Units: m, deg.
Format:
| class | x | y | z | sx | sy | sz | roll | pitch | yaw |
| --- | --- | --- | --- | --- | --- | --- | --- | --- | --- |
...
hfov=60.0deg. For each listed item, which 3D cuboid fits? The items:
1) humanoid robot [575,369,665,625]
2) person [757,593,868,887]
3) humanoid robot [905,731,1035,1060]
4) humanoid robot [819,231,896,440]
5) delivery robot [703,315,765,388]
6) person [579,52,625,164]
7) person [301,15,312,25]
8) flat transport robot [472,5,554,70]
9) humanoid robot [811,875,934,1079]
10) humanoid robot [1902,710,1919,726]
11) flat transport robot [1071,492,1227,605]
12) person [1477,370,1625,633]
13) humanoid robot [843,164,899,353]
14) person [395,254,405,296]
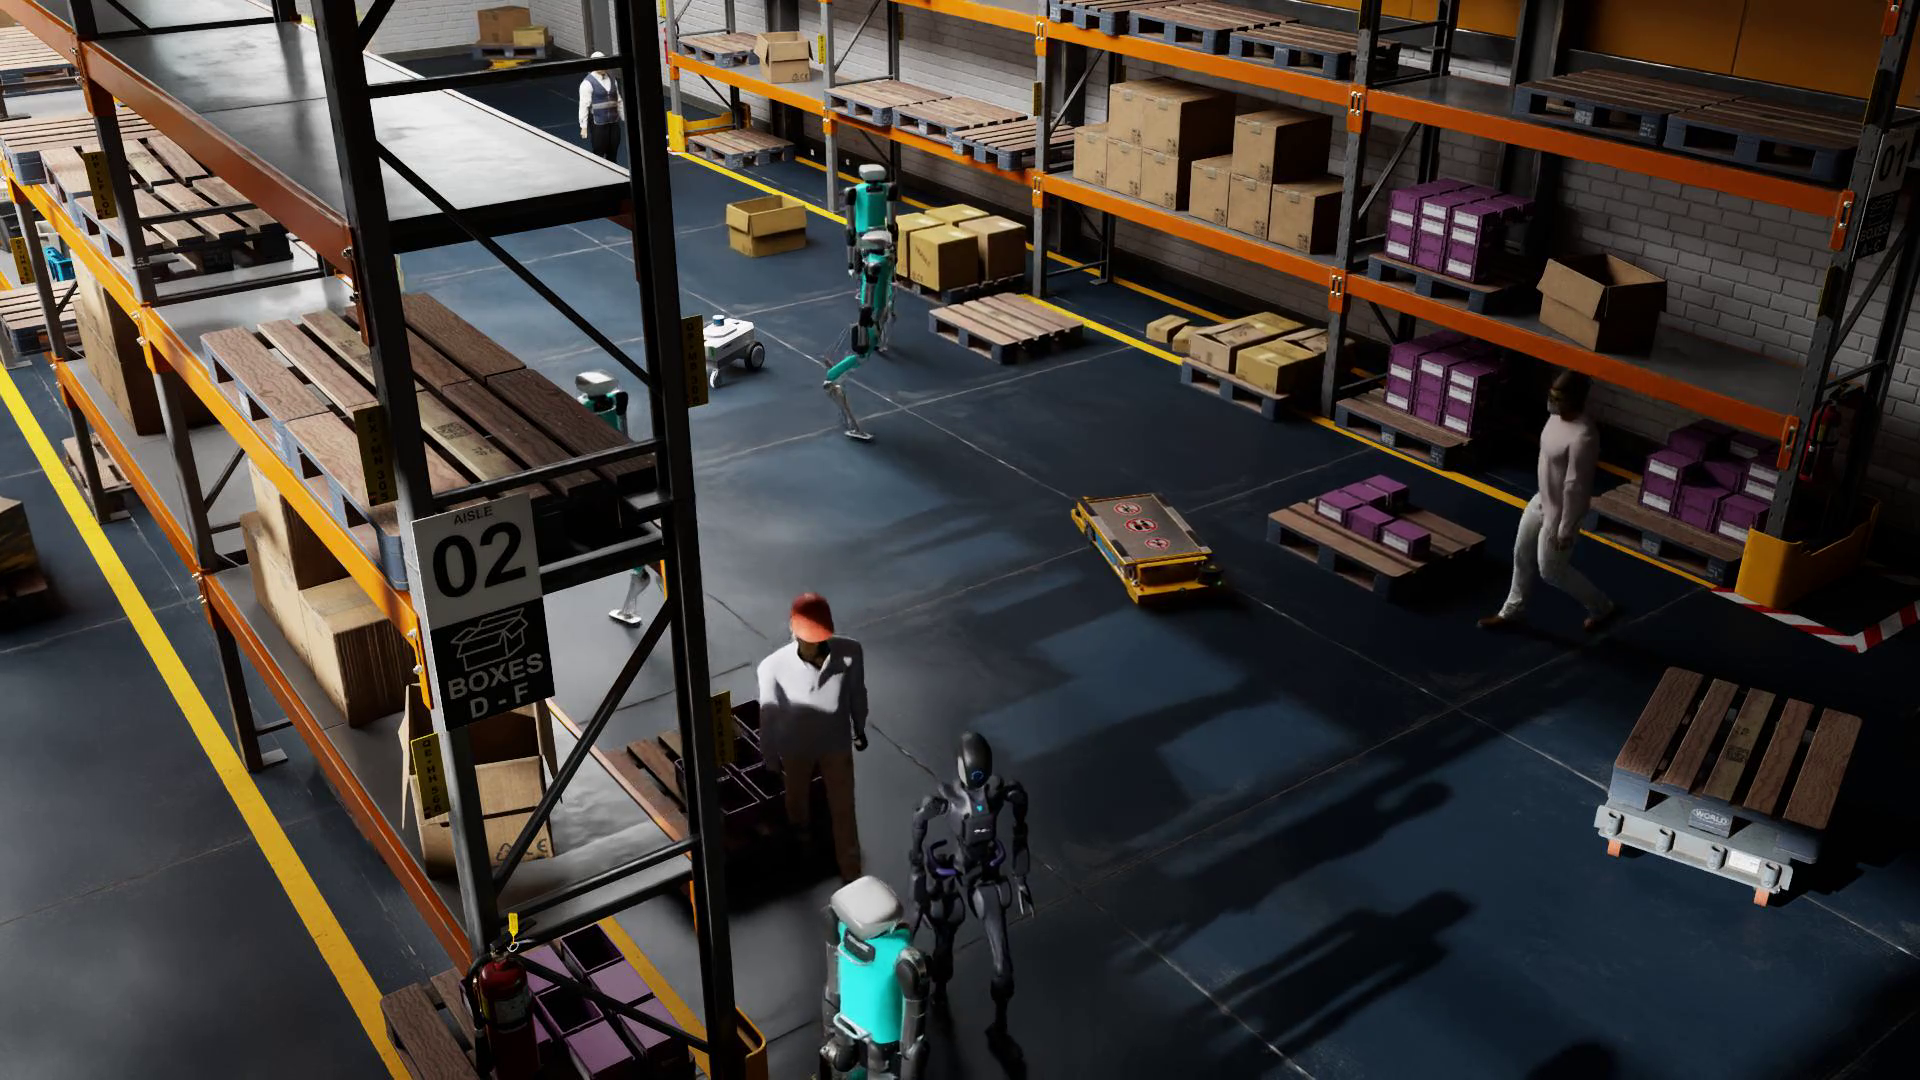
| class | x | y | z | sx | sy | sz | roll | pitch | yaw |
| --- | --- | --- | --- | --- | --- | --- | --- | --- | --- |
| humanoid robot | -2.074 | -0.154 | 10.750 | 0.847 | 1.863 | 0.546 | 15 | 31 | 28 |
| person | -0.709 | 1.029 | 8.317 | 0.591 | 1.711 | 0.858 | -9 | 28 | -18 |
| humanoid robot | 0.048 | 1.551 | 7.344 | 0.610 | 1.643 | 0.551 | -9 | 28 | -18 |
| humanoid robot | -0.916 | -1.645 | 13.719 | 0.801 | 1.846 | 0.550 | 6 | 27 | 11 |
| delivery robot | -2.175 | -1.756 | 15.155 | 0.499 | 0.589 | 0.782 | 13 | 29 | 24 |
| person | -4.398 | -5.124 | 20.520 | 0.433 | 1.758 | 0.751 | 19 | 33 | 33 |
| person | -8.534 | -5.978 | 22.054 | 0.599 | 1.910 | 0.435 | 23 | 35 | 38 |
| flat transport robot | -7.516 | -8.084 | 28.068 | 0.659 | 0.231 | 1.431 | -2 | 27 | -4 |
| humanoid robot | -0.433 | 2.105 | 6.186 | 0.773 | 1.794 | 0.541 | -24 | 35 | -39 |
| humanoid robot | 5.840 | 0.503 | 9.456 | 0.599 | 1.640 | 0.627 | 24 | 35 | 39 |
| flat transport robot | 1.333 | 0.026 | 11.936 | 0.659 | 0.231 | 1.431 | -7 | 28 | -14 |
| person | 3.879 | -0.191 | 10.555 | 0.805 | 1.908 | 0.648 | 2 | 27 | 3 |
| humanoid robot | -0.728 | -2.541 | 15.382 | 0.539 | 1.763 | 0.692 | -13 | 30 | -25 |
| person | -5.060 | -2.047 | 14.475 | 0.842 | 1.703 | 0.573 | 1 | 27 | 2 |
